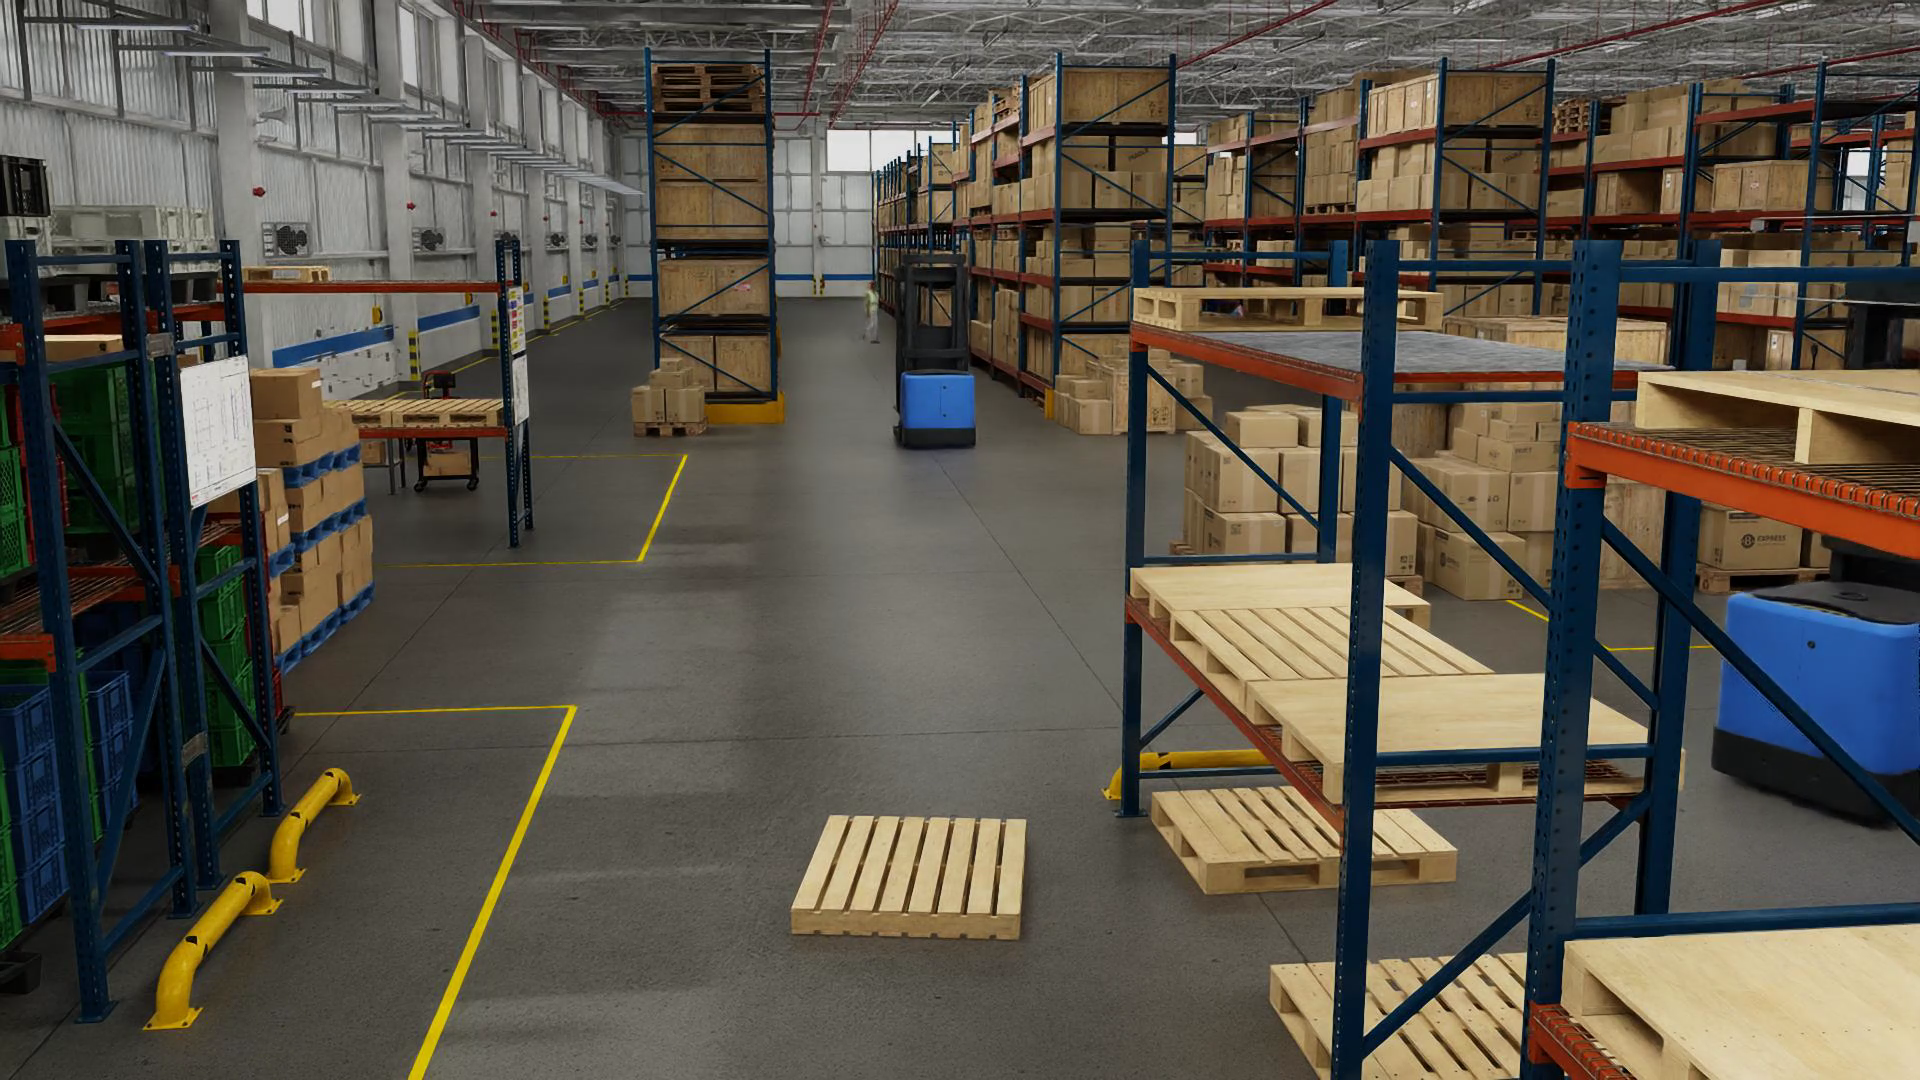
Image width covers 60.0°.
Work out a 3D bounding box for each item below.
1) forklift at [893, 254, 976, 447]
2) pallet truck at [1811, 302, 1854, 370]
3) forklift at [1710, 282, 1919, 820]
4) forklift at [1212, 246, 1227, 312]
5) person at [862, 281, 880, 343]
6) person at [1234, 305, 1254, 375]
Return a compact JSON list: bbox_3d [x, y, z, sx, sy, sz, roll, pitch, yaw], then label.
[{"bbox_3d":[-0.383,-2.863,24.797,1.129,2.768,1.873,-1,10,-6],"label":"forklift"},{"bbox_3d":[15.846,-3.142,28.793,1.885,1.965,0.823,2,10,12],"label":"pallet truck"},{"bbox_3d":[5.266,-0.038,9.144,1.873,2.768,1.129,-6,12,-28],"label":"forklift"},{"bbox_3d":[9.320,-8.810,57.750,1.129,2.768,1.873,-1,10,-6],"label":"forklift"},{"bbox_3d":[-2.583,-6.694,48.924,0.458,1.829,0.603,6,12,29],"label":"person"},{"bbox_3d":[6.516,-4.665,37.777,0.626,1.808,0.829,0,10,-1],"label":"person"}]
